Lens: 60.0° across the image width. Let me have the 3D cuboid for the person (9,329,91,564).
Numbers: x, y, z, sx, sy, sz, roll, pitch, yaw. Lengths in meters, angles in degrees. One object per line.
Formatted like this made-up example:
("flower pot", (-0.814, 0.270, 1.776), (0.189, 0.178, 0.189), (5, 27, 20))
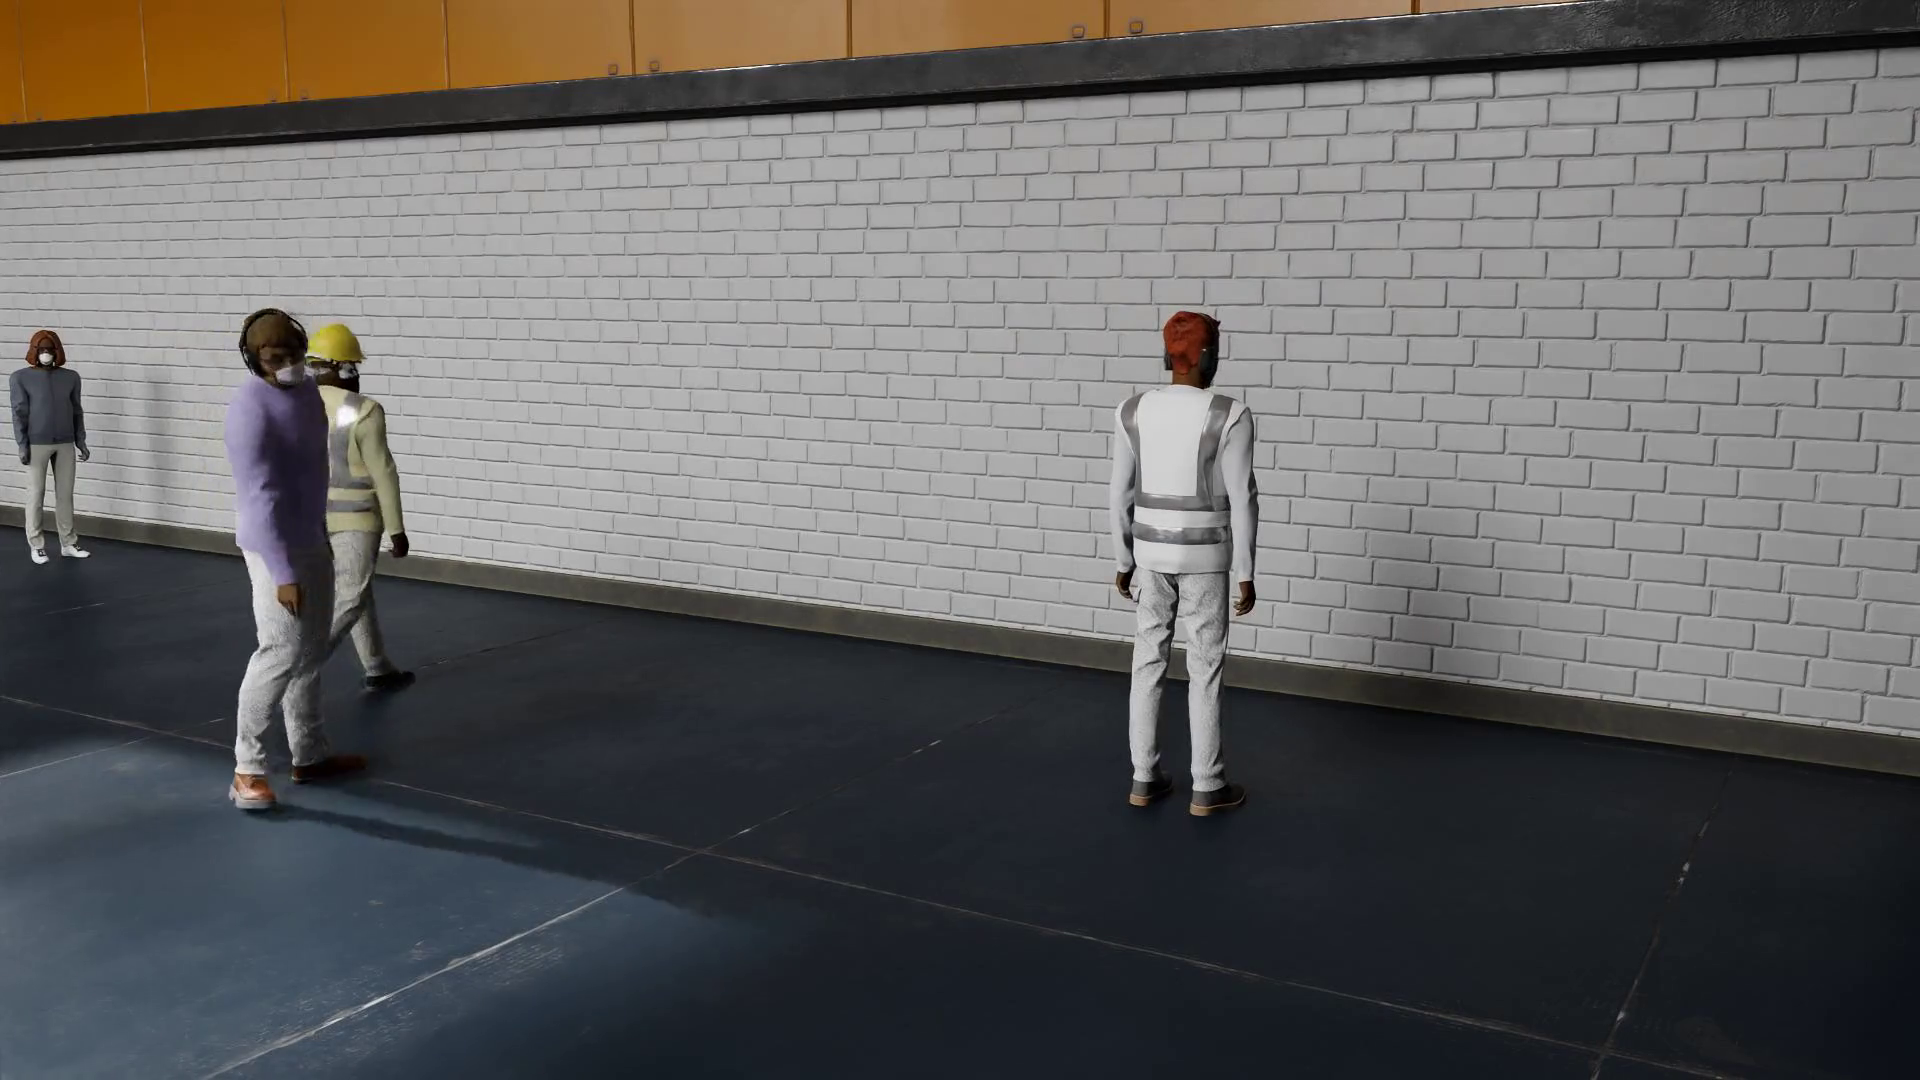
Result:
("person", (-6.395, -0.661, 11.712), (0.285, 1.632, 0.499), (6, 11, 34))

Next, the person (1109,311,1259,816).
("person", (0.842, 0.089, 6.254), (0.584, 1.882, 0.337), (6, 11, 33))

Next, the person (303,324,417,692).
("person", (-2.895, -0.100, 7.715), (0.595, 1.804, 0.876), (5, 10, 27))

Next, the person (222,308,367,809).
("person", (-2.610, 0.066, 6.393), (0.382, 1.897, 0.710), (-1, 9, -3))
